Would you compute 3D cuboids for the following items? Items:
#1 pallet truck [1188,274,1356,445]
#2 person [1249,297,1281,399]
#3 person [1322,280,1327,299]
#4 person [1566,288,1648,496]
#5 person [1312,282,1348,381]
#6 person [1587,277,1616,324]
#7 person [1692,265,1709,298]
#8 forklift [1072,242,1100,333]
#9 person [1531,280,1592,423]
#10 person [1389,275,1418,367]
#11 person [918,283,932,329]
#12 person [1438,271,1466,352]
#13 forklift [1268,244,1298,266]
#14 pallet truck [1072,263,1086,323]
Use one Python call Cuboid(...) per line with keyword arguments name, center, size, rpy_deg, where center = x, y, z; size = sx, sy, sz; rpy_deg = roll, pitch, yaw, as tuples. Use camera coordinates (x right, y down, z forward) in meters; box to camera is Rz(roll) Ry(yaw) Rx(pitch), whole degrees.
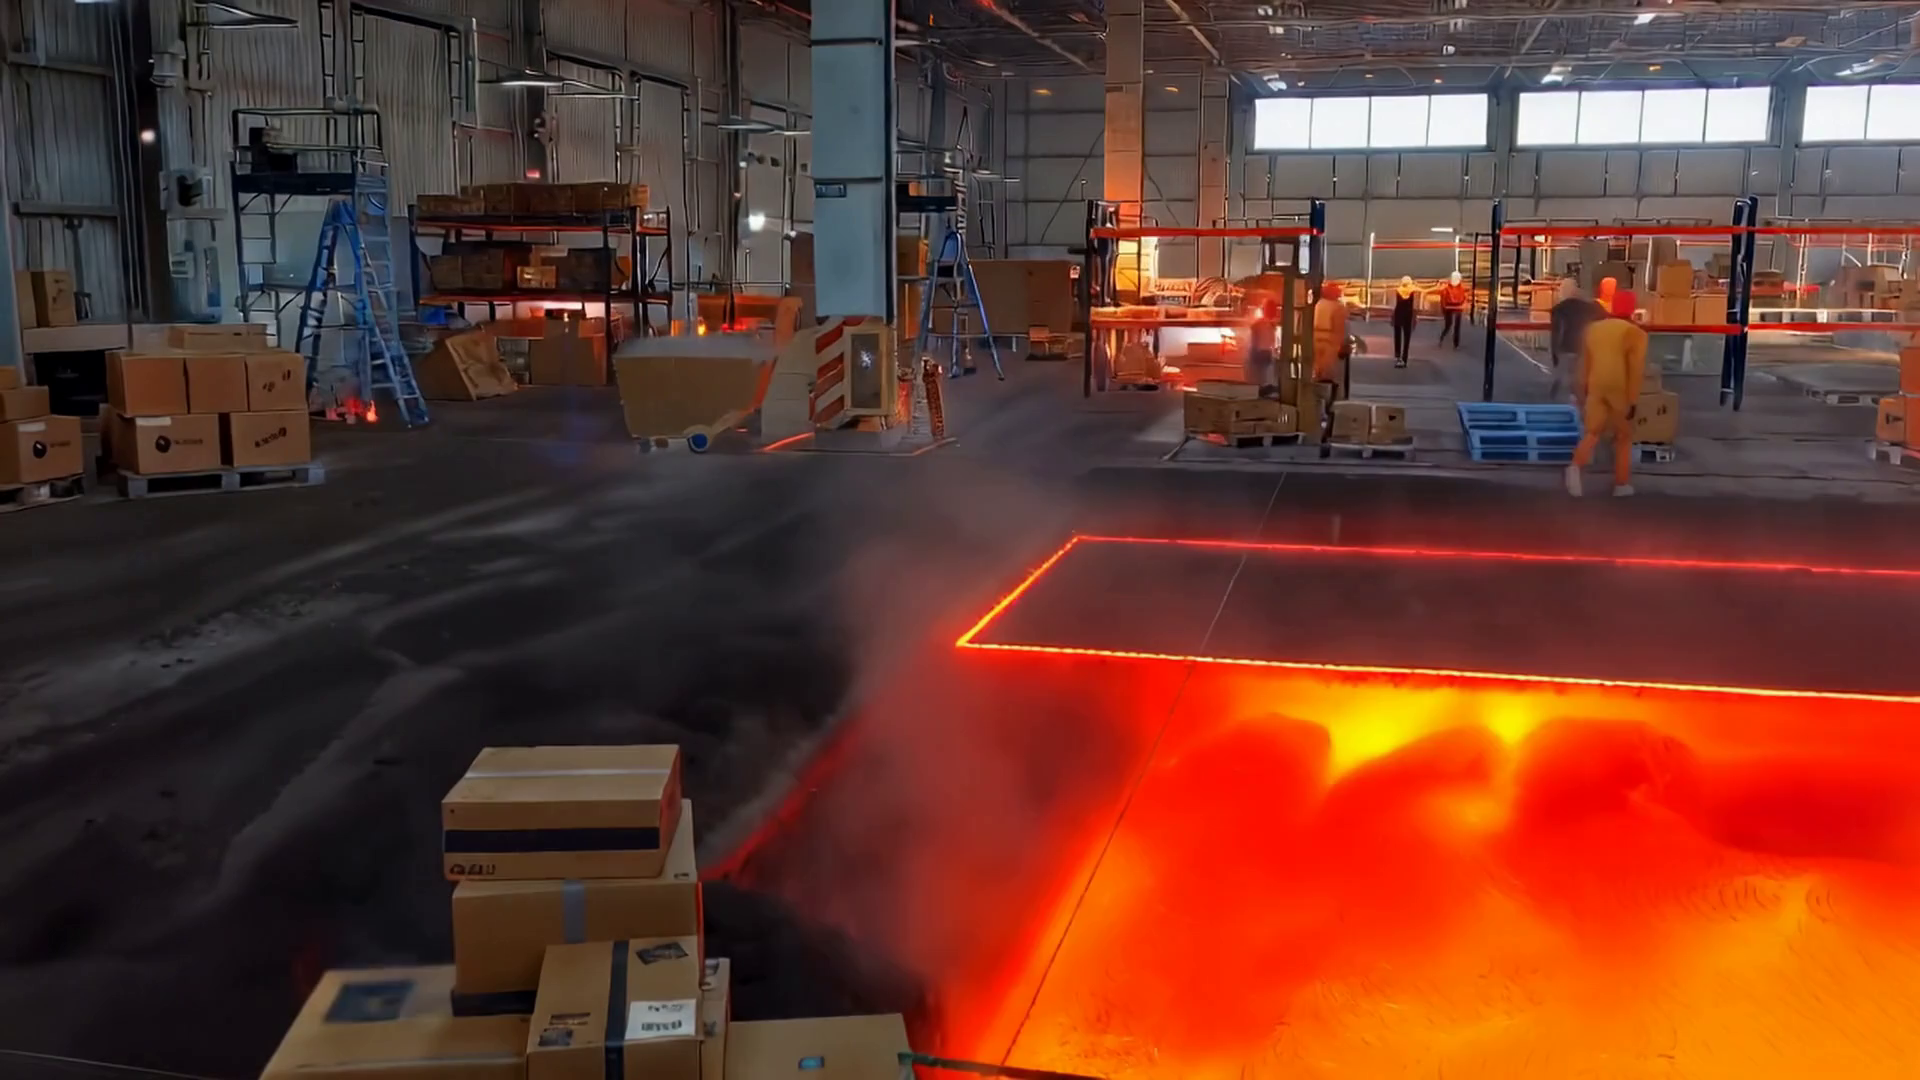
Cuboid(name="pallet truck", center=(3.653, -2.138, 19.590), size=(1.885, 1.965, 0.823), rpy_deg=(-4, 10, -20))
Cuboid(name="person", center=(3.883, -2.246, 21.137), size=(0.378, 1.672, 0.543), rpy_deg=(-5, 11, -27))
Cuboid(name="person", center=(6.951, -4.126, 32.064), size=(0.486, 1.738, 0.322), rpy_deg=(-8, 12, -39))
Cuboid(name="person", center=(5.862, -1.319, 15.049), size=(0.866, 1.906, 0.629), rpy_deg=(-9, 13, -42))
Cuboid(name="person", center=(5.182, -2.723, 23.532), size=(0.652, 1.828, 0.463), rpy_deg=(7, 12, 37))
Cuboid(name="person", center=(9.049, -2.730, 23.350), size=(0.584, 1.911, 0.391), rpy_deg=(1, 10, 6))
Cuboid(name="person", center=(22.973, -7.559, 51.735), size=(0.559, 1.927, 0.388), rpy_deg=(-3, 10, -20))
Cuboid(name="forklift", center=(4.155, -7.286, 47.305), size=(1.873, 2.768, 1.129), rpy_deg=(2, 10, 14))
Cuboid(name="person", center=(7.937, -2.450, 21.762), size=(0.648, 1.890, 1.014), rpy_deg=(-3, 10, -15))
Cuboid(name="person", center=(8.896, -4.396, 33.397), size=(0.521, 1.825, 0.812), rpy_deg=(3, 10, 15))
Cuboid(name="person", center=(-0.987, -7.361, 50.554), size=(0.544, 1.930, 0.389), rpy_deg=(-4, 10, -23))
Cuboid(name="person", center=(11.443, -5.317, 38.701), size=(0.588, 1.871, 0.597), rpy_deg=(-2, 10, -14))
Cuboid(name="forklift", center=(9.730, -7.775, 50.182), size=(1.129, 2.768, 1.873), rpy_deg=(4, 10, 21))
Cuboid(name="pallet truck", center=(4.325, -8.180, 55.162), size=(0.823, 1.965, 1.885), rpy_deg=(6, 11, 31))
